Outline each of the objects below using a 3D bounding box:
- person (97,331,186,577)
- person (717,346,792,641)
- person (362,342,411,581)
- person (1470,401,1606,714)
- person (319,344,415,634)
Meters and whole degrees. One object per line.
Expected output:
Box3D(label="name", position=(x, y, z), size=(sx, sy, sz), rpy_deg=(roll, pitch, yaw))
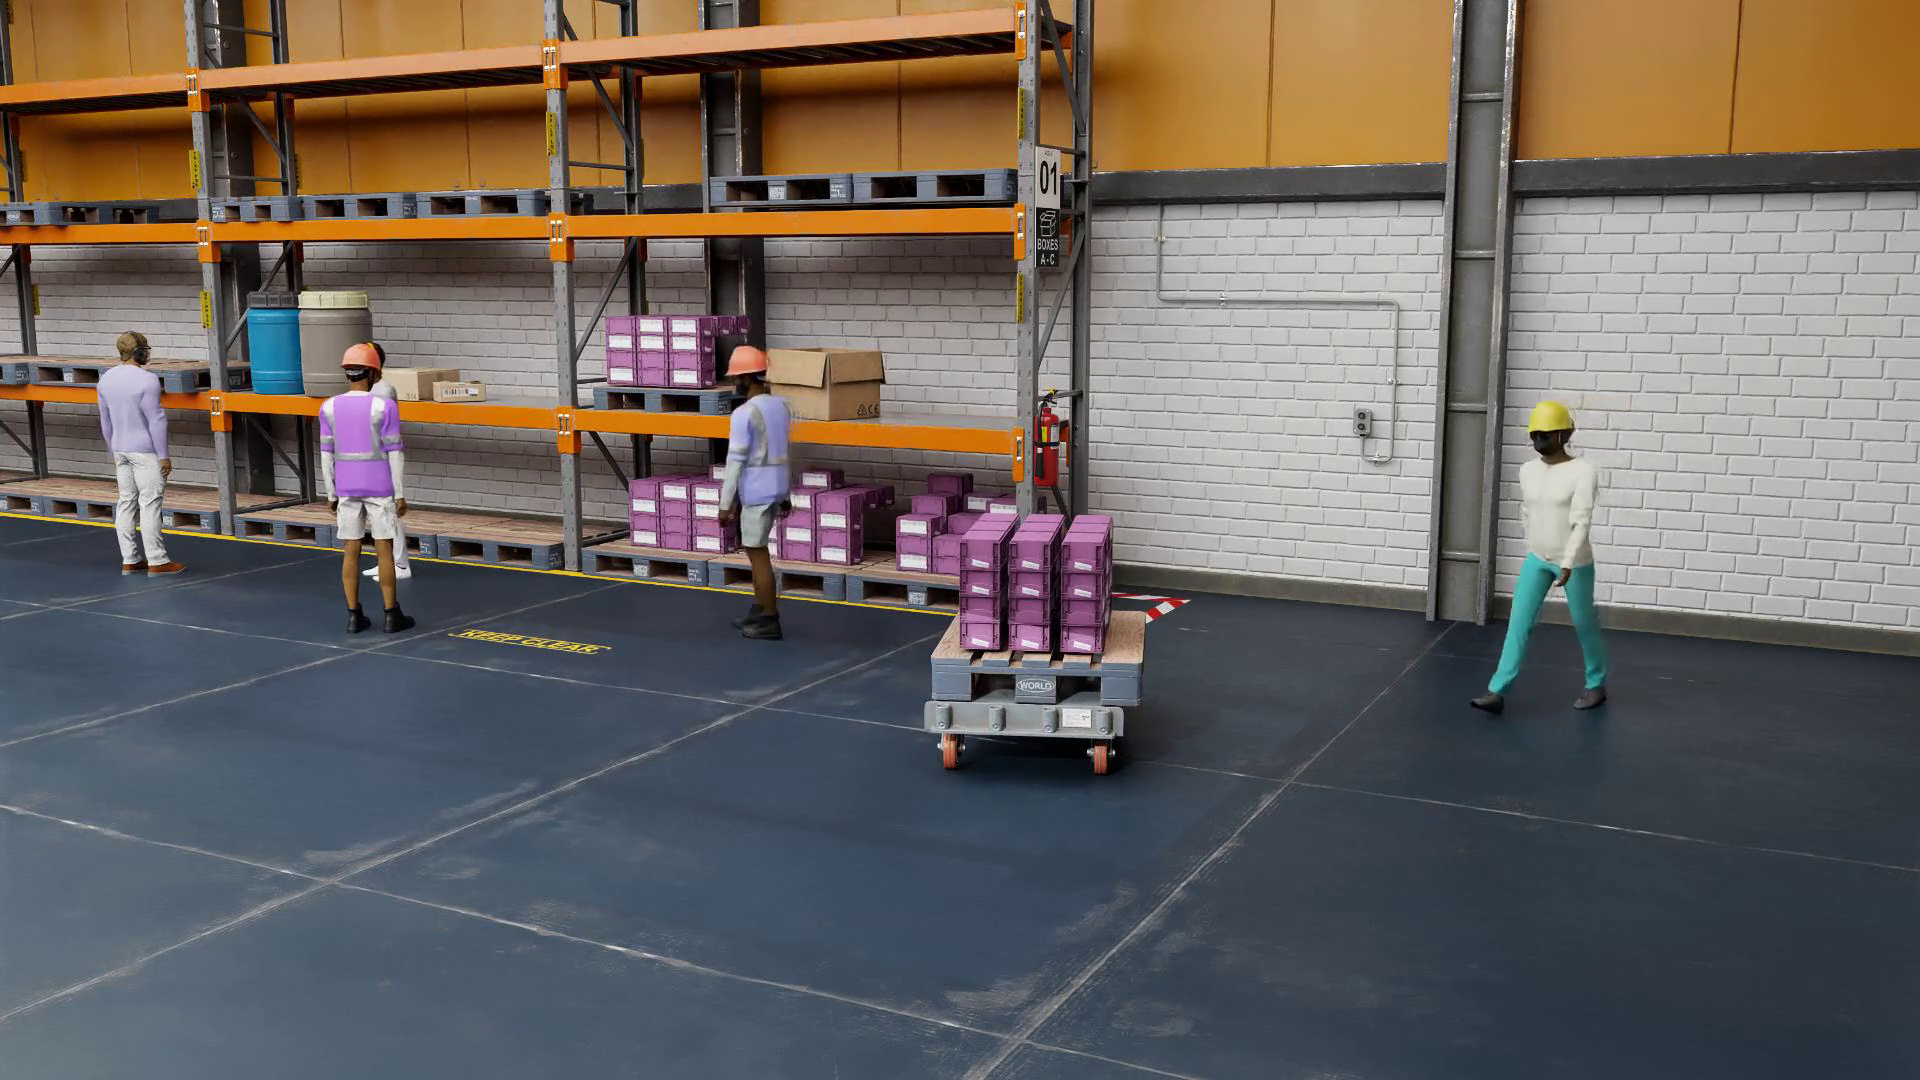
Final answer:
Box3D(label="person", position=(-6.478, -0.675, 13.126), size=(0.627, 1.941, 0.371), rpy_deg=(4, 10, 23))
Box3D(label="person", position=(-1.407, -0.299, 10.838), size=(0.602, 1.922, 0.580), rpy_deg=(4, 10, 25))
Box3D(label="person", position=(-4.519, -0.610, 12.990), size=(0.320, 1.856, 0.525), rpy_deg=(-6, 11, -32))
Box3D(label="person", position=(3.211, 0.108, 8.996), size=(0.938, 1.713, 0.531), rpy_deg=(-6, 11, -35))
Box3D(label="person", position=(-3.944, -0.335, 11.065), size=(0.544, 1.927, 0.385), rpy_deg=(1, 9, 5))
